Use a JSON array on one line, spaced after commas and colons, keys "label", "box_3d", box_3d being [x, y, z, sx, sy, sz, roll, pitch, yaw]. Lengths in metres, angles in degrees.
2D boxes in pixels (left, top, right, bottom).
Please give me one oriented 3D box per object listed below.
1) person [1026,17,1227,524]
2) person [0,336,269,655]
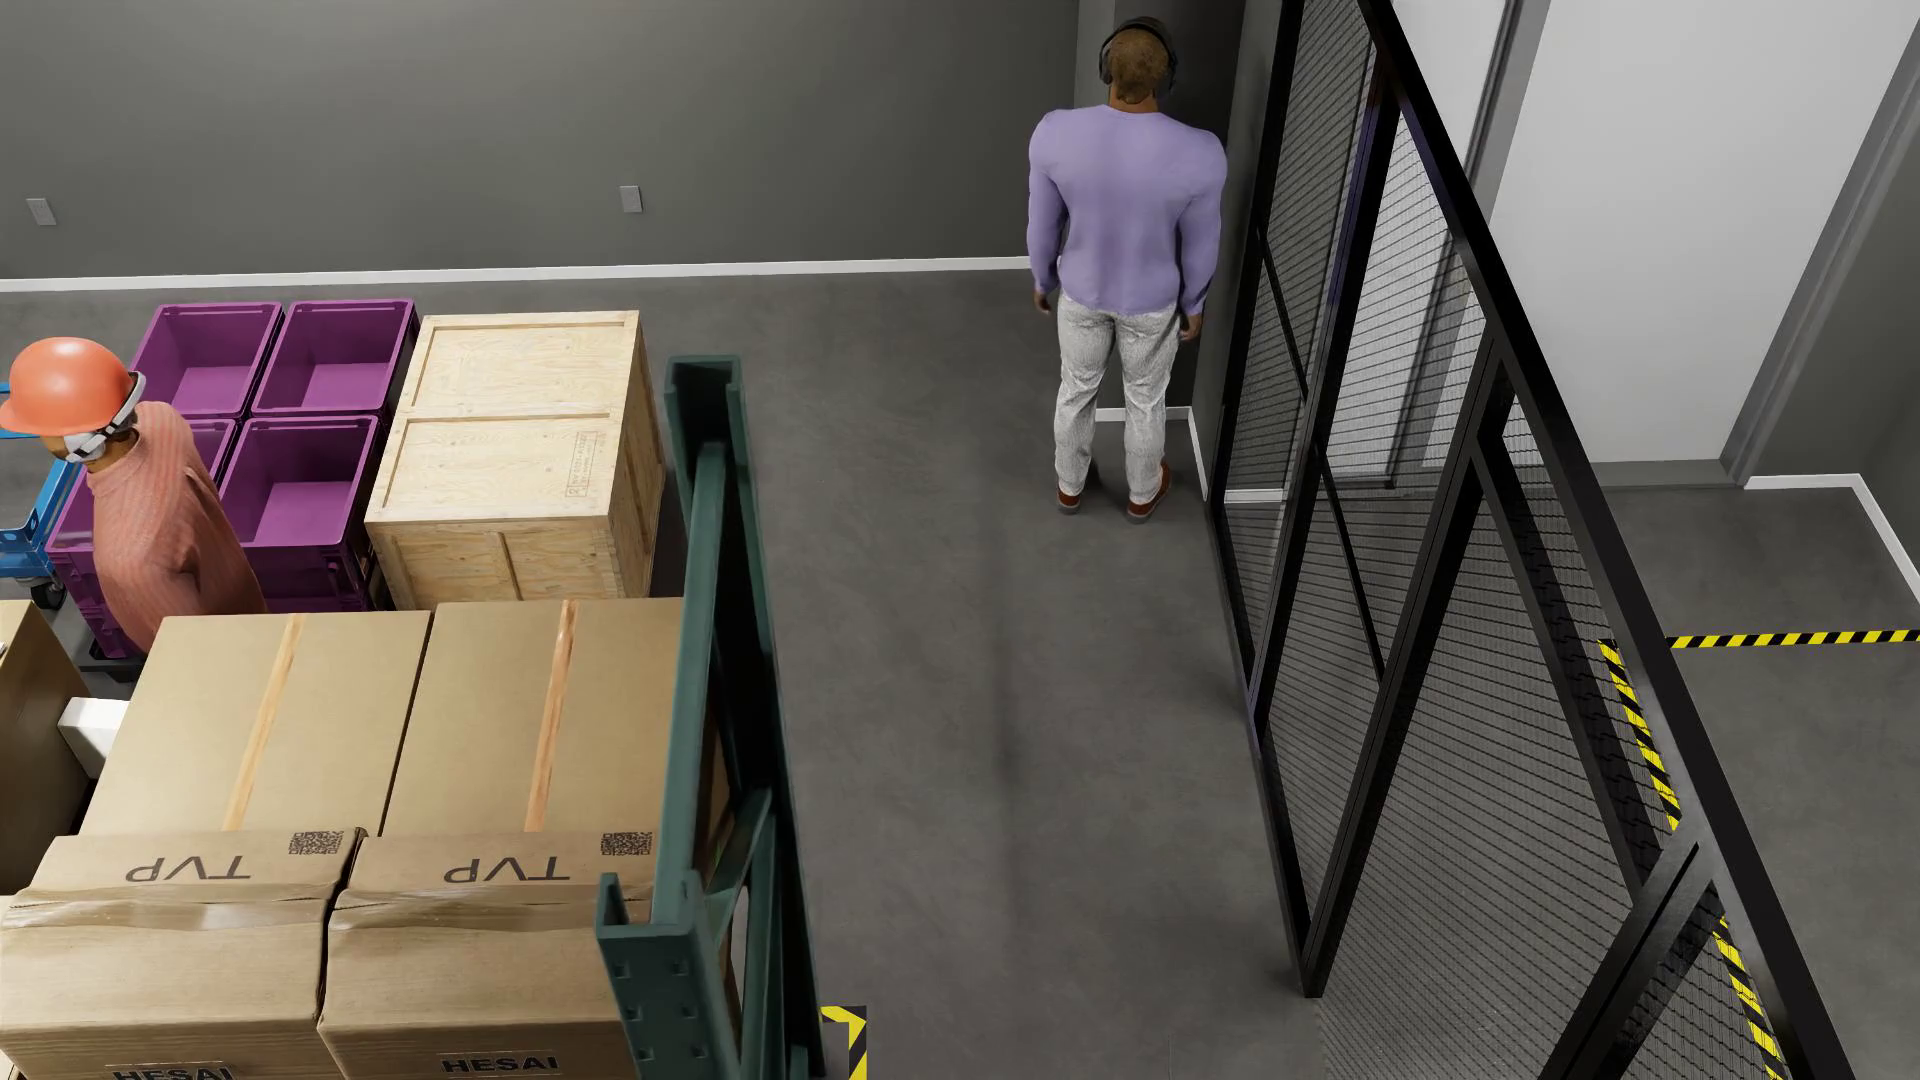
[{"label": "person", "box_3d": [0.528, -0.838, 5.556, 0.629, 1.940, 0.378, 12, 47, 11]}, {"label": "person", "box_3d": [-2.042, 0.253, 4.477, 0.382, 1.995, 0.612, -12, 48, -11]}]
